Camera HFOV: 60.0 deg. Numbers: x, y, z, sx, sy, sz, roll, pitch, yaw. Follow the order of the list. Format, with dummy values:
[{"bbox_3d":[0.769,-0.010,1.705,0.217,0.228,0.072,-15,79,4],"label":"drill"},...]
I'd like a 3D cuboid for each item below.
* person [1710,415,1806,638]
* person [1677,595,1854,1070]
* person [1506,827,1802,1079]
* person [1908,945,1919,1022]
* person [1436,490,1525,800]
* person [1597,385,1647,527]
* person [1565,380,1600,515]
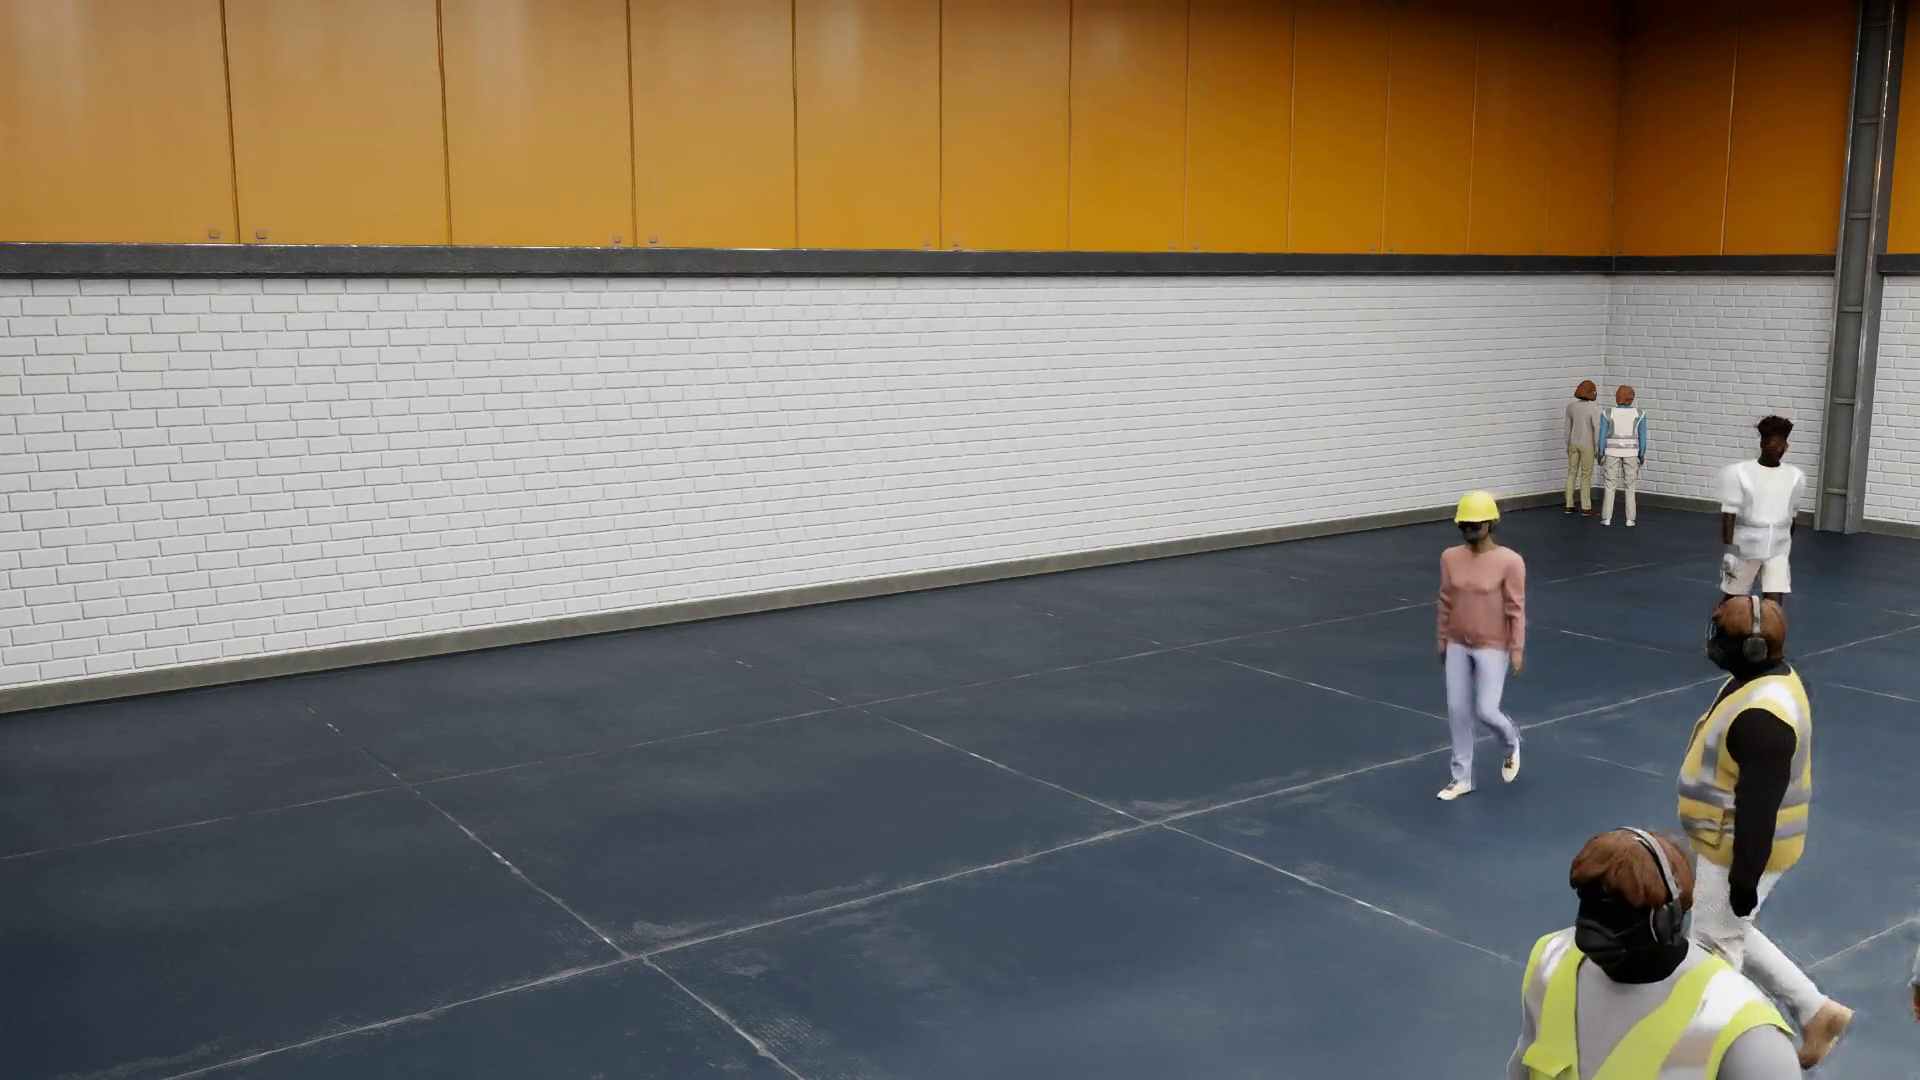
[{"bbox_3d":[5.771,0.037,12.090,0.601,1.940,0.887,1,9,5],"label":"person"},{"bbox_3d":[2.830,1.091,5.914,0.616,1.826,0.641,4,10,26],"label":"person"},{"bbox_3d":[1.383,1.484,3.483,0.434,1.829,0.650,-5,10,-27],"label":"person"},{"bbox_3d":[3.011,1.337,4.817,0.887,1.693,0.479,1,9,4],"label":"person"},{"bbox_3d":[2.914,0.582,9.278,0.486,1.748,0.541,-8,12,-41],"label":"person"},{"bbox_3d":[7.609,-0.960,19.140,0.525,1.639,0.307,3,10,16],"label":"person"},{"bbox_3d":[7.536,-1.116,20.115,0.278,1.634,0.498,-5,11,-30],"label":"person"}]
